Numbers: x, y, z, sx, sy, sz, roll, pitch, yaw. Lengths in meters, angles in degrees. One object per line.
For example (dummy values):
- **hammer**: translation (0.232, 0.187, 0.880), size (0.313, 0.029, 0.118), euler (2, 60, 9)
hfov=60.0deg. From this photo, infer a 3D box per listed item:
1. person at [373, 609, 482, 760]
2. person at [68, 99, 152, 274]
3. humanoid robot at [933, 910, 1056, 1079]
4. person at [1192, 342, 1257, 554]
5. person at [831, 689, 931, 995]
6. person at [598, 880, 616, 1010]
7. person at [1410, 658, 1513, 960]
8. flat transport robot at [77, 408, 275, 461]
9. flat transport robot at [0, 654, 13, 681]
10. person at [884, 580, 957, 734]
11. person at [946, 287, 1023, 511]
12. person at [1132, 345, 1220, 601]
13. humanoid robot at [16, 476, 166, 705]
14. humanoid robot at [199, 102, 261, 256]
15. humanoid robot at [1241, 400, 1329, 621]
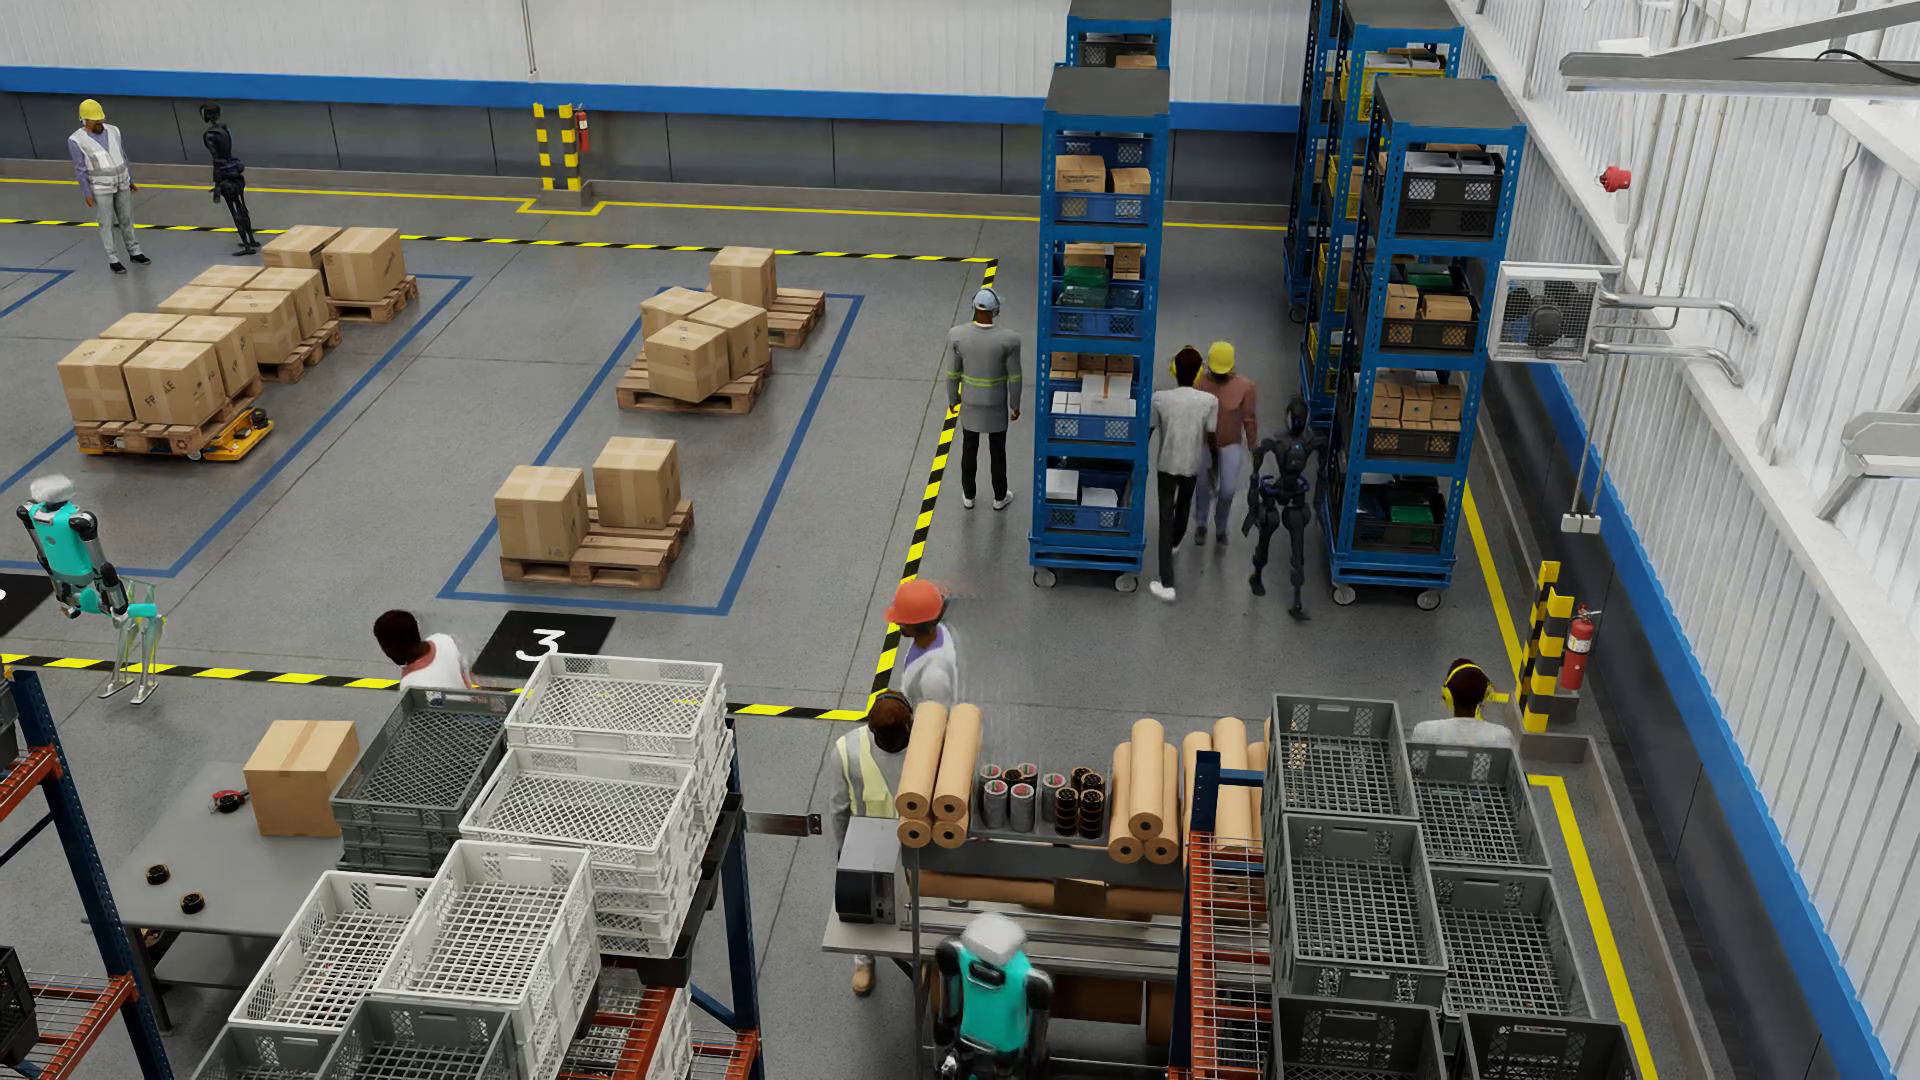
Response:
- **person**: translation (-2.923, 1.152, 9.106), size (0.940, 1.864, 0.643), euler (0, 30, 0)
- **person**: translation (-8.973, -3.740, 17.545), size (0.404, 1.827, 0.598), euler (17, 34, 26)
- **humanoid robot**: translation (0.031, 2.411, 6.995), size (0.531, 1.709, 0.736), euler (15, 33, 24)
- **person**: translation (1.915, -0.701, 12.406), size (0.572, 1.734, 0.503), euler (6, 31, 11)
- **person**: translation (-0.333, 1.537, 8.470), size (0.622, 1.843, 0.431), euler (-3, 30, -4)
- **person**: translation (-1.845, 1.794, 8.139), size (0.514, 1.716, 0.458), euler (15, 34, 25)
- **person**: translation (2.542, 1.431, 8.664), size (0.511, 1.829, 0.753), euler (0, 30, 0)
- **flat transport robot**: translation (-6.728, -0.944, 14.268), size (1.431, 0.197, 0.652), euler (3, 30, 6)
- **flat transport robot**: translation (-7.142, 0.969, 11.010), size (1.431, 0.231, 0.659), euler (3, 30, 6)
- **person**: translation (-0.114, 1.070, 9.122), size (0.884, 2.008, 0.612), euler (0, 30, -1)
- **person**: translation (0.196, -1.108, 13.002), size (0.592, 1.851, 0.399), euler (6, 31, 10)
- **person**: translation (1.561, -0.521, 12.049), size (0.595, 1.803, 0.962), euler (0, 30, 0)
- **humanoid robot**: translation (-5.439, 0.252, 10.646), size (0.533, 1.677, 0.735), euler (9, 31, 16)
- **humanoid robot**: translation (-7.919, -3.909, 17.973), size (0.315, 1.657, 0.599), euler (-2, 30, -4)
- **humanoid robot**: translation (2.295, -0.231, 11.704), size (0.599, 1.626, 0.745), euler (-3, 30, -5)
